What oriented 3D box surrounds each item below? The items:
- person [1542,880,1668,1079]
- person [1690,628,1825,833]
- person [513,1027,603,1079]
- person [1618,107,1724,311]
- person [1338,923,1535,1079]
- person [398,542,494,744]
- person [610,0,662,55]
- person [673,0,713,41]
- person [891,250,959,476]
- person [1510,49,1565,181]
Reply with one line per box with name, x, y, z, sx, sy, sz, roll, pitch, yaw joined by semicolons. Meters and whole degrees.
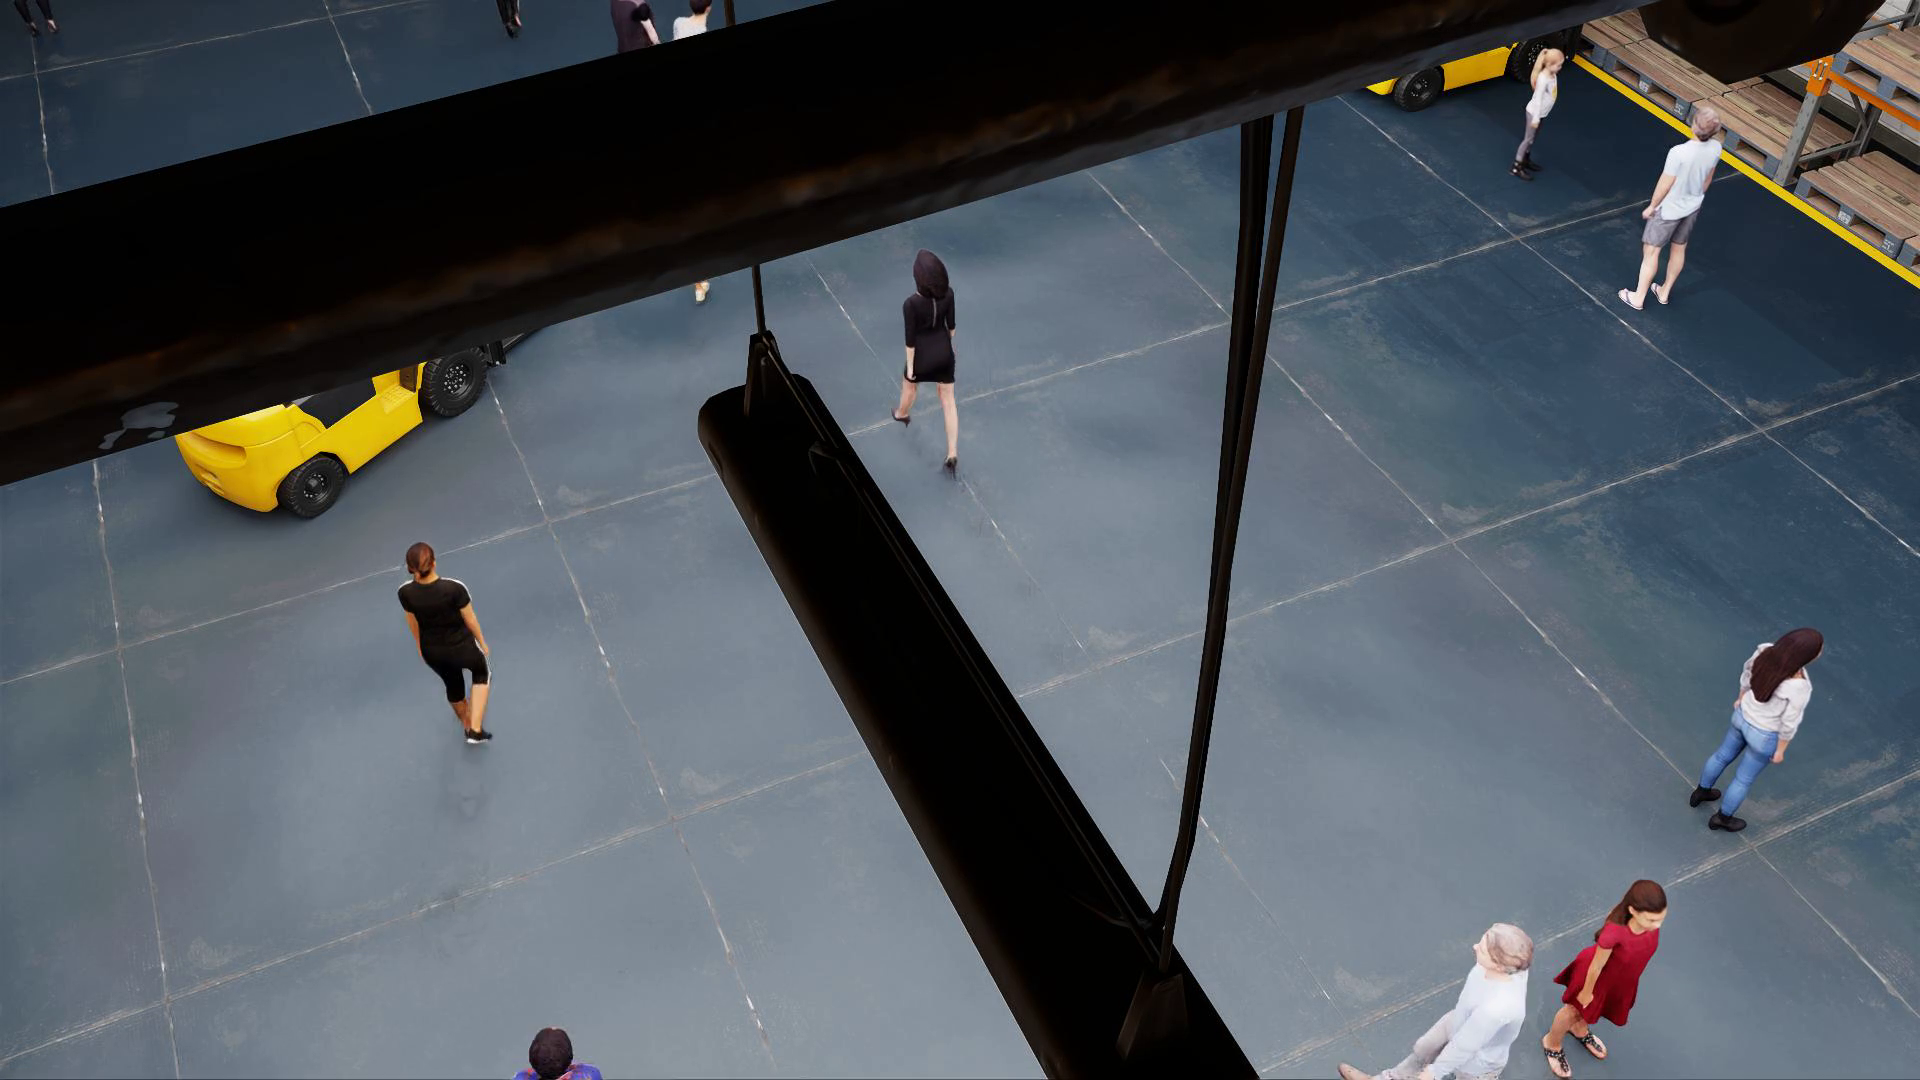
person;3.398;2.257;8.713;0.545;1.552;0.601;-20;47;-20
person;4.725;1.106;9.864;0.700;1.631;0.506;-11;45;-11
person;-1.855;2.898;7.924;0.727;1.714;1.048;-8;44;-8
person;5.929;-2.735;13.751;0.690;1.832;0.623;-10;44;-10
person;2.633;2.529;8.210;1.192;1.853;1.146;12;45;12
person;-3.156;0.713;10.260;0.729;1.655;0.790;1;44;1
person;-3.107;-4.559;15.672;0.852;1.823;0.849;-27;50;-25
person;-2.458;-4.079;15.156;0.787;1.840;0.903;29;51;27
person;-0.171;-1.243;12.240;0.612;1.754;1.078;-19;47;-19
person;5.357;-3.981;15.461;0.634;1.277;0.586;21;48;21
